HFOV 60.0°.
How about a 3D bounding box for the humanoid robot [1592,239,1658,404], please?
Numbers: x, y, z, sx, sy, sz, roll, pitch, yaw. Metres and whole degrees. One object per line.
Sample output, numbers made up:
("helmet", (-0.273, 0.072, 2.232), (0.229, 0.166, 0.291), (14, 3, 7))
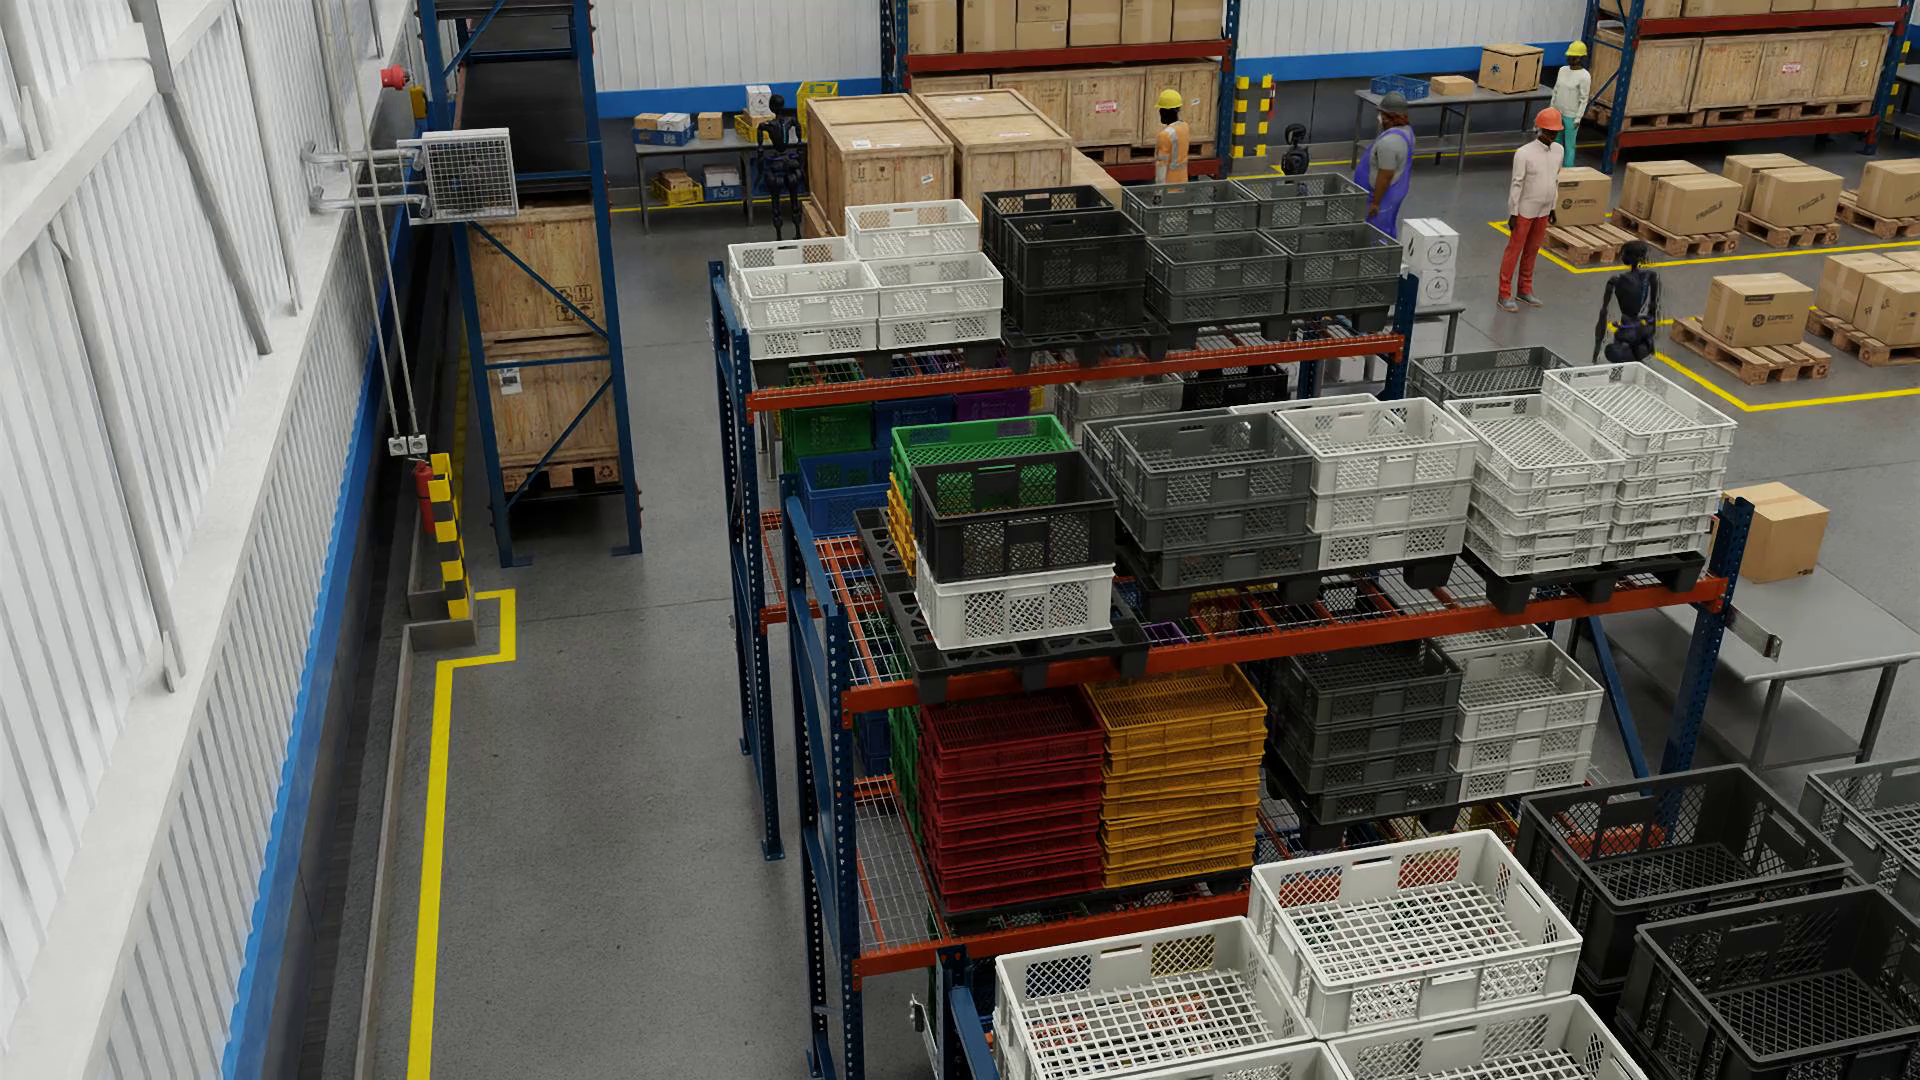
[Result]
("humanoid robot", (5.528, -1.643, 13.658), (0.643, 1.627, 0.511), (-11, 30, -21))

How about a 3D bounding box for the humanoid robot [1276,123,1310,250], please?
("humanoid robot", (3.405, -3.455, 17.091), (0.317, 1.653, 0.579), (3, 28, 7))

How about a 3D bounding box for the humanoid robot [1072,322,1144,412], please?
("humanoid robot", (1.183, -1.125, 12.716), (0.605, 1.604, 0.677), (-14, 31, -24))

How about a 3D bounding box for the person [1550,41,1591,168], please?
("person", (7.382, -5.180, 20.263), (0.302, 1.771, 0.524), (-13, 31, -24))

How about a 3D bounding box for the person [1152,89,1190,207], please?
("person", (2.167, -3.721, 17.345), (0.399, 1.919, 0.579), (14, 31, 25))

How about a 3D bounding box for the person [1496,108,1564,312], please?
("person", (5.637, -3.249, 16.361), (0.607, 1.994, 0.375), (-14, 31, -24))

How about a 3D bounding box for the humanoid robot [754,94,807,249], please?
("humanoid robot", (-1.960, -4.040, 18.185), (0.601, 1.657, 0.328), (-16, 32, -27))

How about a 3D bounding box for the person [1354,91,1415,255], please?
("person", (4.247, -3.514, 16.815), (0.536, 2.000, 0.688), (15, 31, 25))
